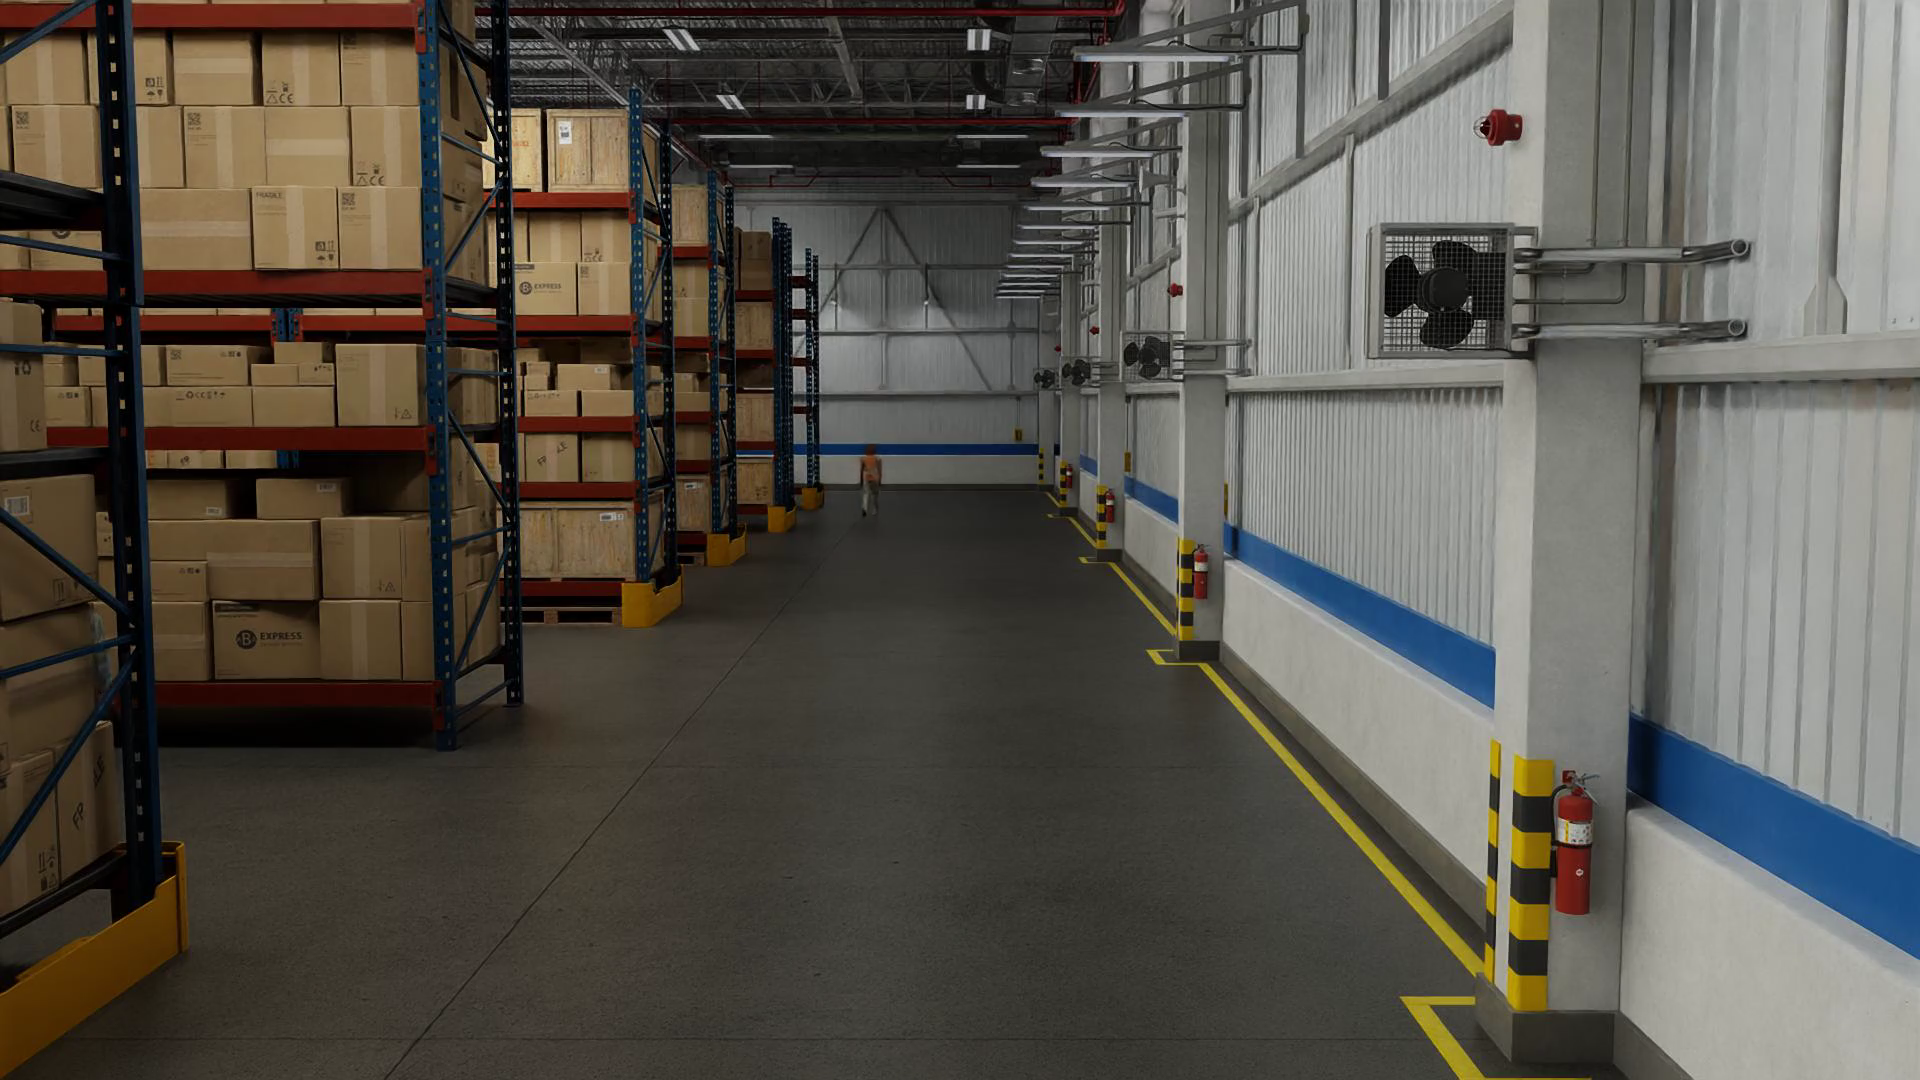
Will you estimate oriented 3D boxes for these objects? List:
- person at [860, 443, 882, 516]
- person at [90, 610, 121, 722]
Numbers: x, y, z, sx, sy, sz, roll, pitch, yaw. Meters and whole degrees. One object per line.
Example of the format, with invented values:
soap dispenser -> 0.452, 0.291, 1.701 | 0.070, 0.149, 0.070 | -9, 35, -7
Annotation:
person -> -1.969, -1.313, 36.483 | 0.517, 1.620, 0.726 | 1, 5, 9
person -> -5.099, 0.958, 9.530 | 0.893, 1.700, 0.499 | 4, 6, 36
